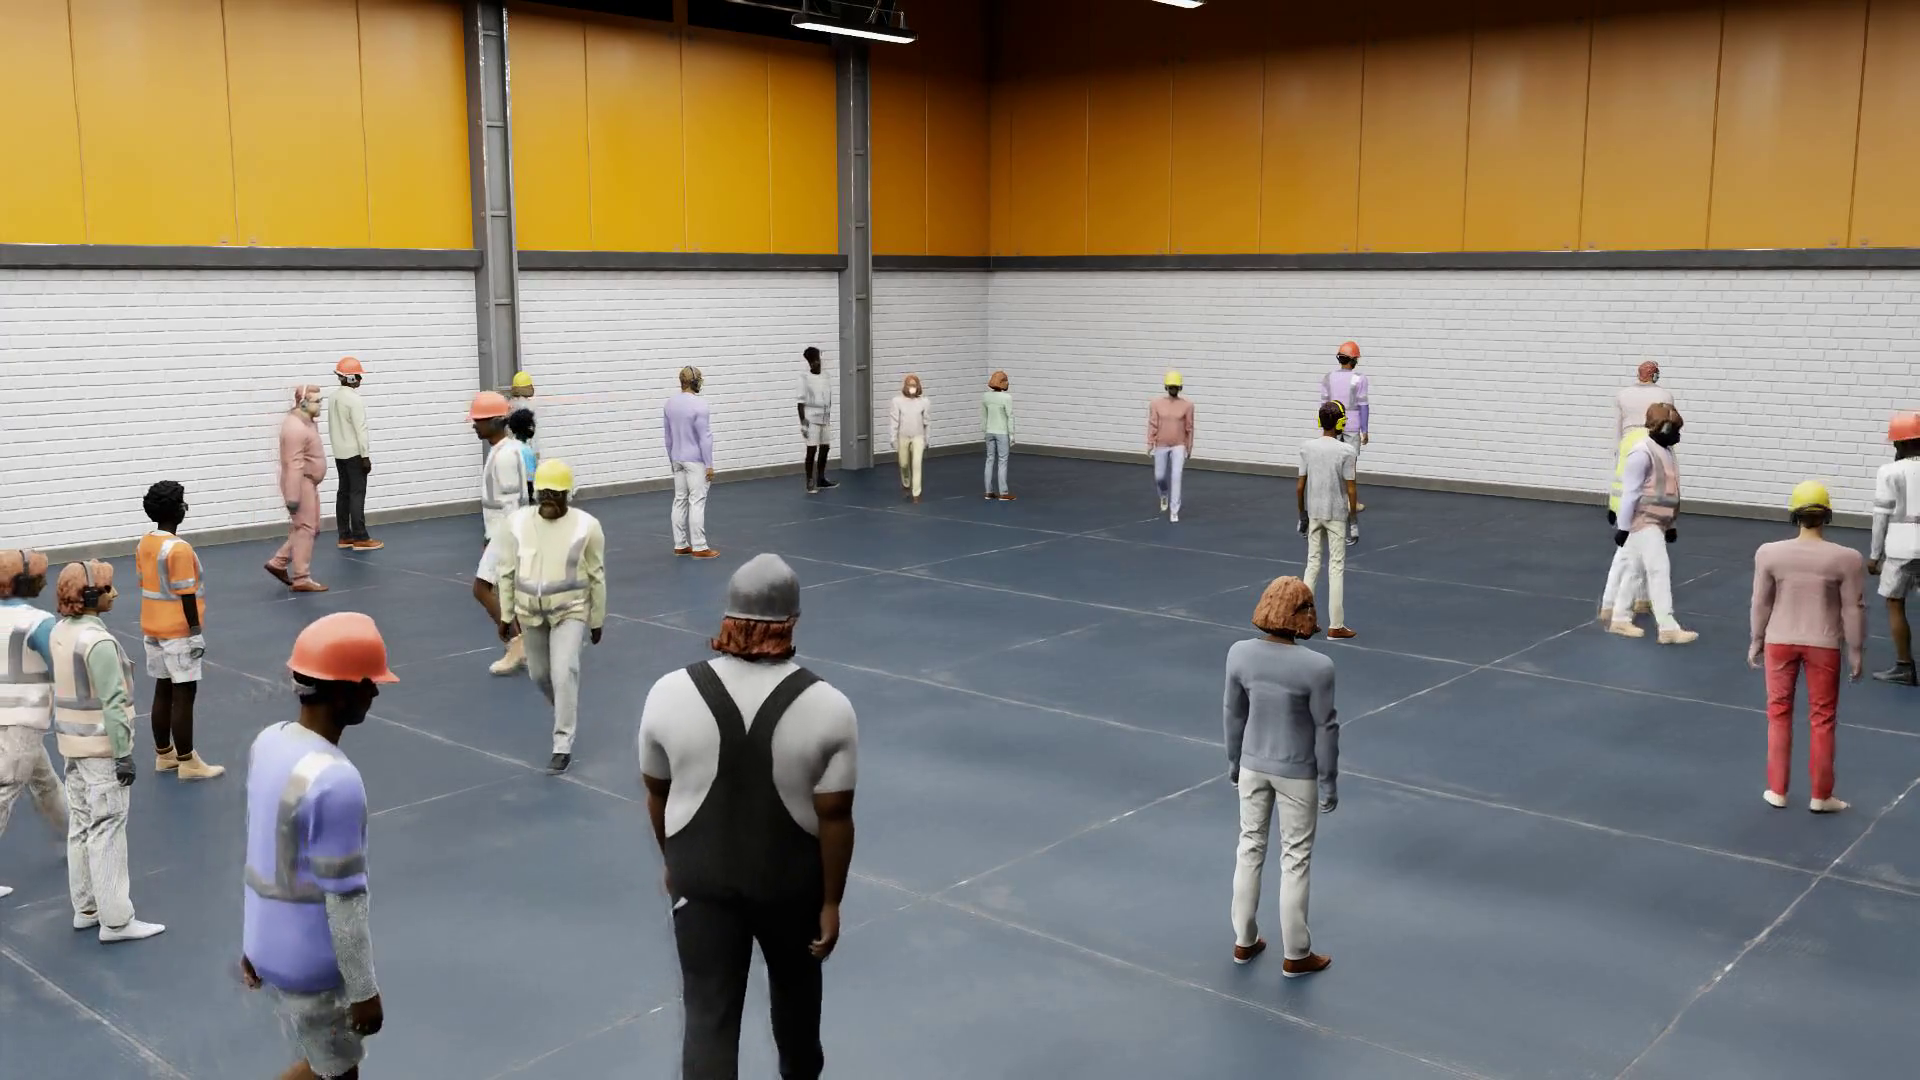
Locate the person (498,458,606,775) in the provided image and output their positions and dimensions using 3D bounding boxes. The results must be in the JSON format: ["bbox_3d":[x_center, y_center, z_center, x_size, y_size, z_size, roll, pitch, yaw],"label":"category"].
[{"bbox_3d":[-2.356,0.398,9.721,0.595,1.803,0.834,1,9,6],"label":"person"}]

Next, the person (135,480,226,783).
[{"bbox_3d":[-4.399,0.508,9.333,0.541,1.700,0.315,8,12,40],"label":"person"}]

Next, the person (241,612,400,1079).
[{"bbox_3d":[-1.817,1.151,4.675,0.552,1.906,0.559,-7,11,-37],"label":"person"}]

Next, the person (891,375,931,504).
[{"bbox_3d":[-0.608,-1.283,20.872,0.497,1.603,0.749,0,9,3],"label":"person"}]

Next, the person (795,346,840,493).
[{"bbox_3d":[-1.871,-1.568,21.676,0.465,1.922,0.723,8,12,40],"label":"person"}]

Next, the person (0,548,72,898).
[{"bbox_3d":[-4.314,0.825,7.701,0.517,1.580,0.921,5,10,27],"label":"person"}]

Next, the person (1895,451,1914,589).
[{"bbox_3d":[8.719,-0.449,14.898,0.633,1.843,0.429,8,12,40],"label":"person"}]

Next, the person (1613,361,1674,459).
[{"bbox_3d":[7.483,-1.004,18.183,0.651,1.907,0.409,8,12,40],"label":"person"}]

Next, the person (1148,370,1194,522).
[{"bbox_3d":[2.455,-1.107,19.319,0.532,1.744,0.681,2,9,12],"label":"person"}]

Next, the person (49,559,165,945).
[{"bbox_3d":[-3.670,0.894,7.081,0.522,1.645,0.306,8,12,40],"label":"person"}]

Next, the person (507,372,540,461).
[{"bbox_3d":[-4.935,-1.036,18.888,0.493,1.746,0.282,8,12,40],"label":"person"}]

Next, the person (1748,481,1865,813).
[{"bbox_3d":[4.503,0.571,8.823,0.591,1.749,0.346,5,10,30],"label":"person"}]

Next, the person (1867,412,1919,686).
[{"bbox_3d":[6.643,0.072,11.467,0.707,1.904,0.350,1,9,7],"label":"person"}]

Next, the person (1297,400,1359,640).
[{"bbox_3d":[2.878,-0.157,12.979,0.531,1.870,0.318,8,12,40],"label":"person"}]

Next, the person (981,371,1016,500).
[{"bbox_3d":[0.489,-1.317,21.003,0.507,1.633,0.276,8,12,40],"label":"person"}]

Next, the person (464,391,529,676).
[{"bbox_3d":[-3.244,-0.040,11.777,0.488,2.026,0.633,-2,9,-12],"label":"person"}]

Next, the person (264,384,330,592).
[{"bbox_3d":[-5.919,-0.454,14.829,0.555,1.878,0.671,-2,9,-14],"label":"person"}]

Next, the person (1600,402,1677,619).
[{"bbox_3d":[5.645,-0.230,13.644,0.752,1.804,0.639,0,9,-3],"label":"person"}]

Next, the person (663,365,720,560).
[{"bbox_3d":[-2.682,-0.769,16.603,0.635,1.939,0.362,8,12,40],"label":"person"}]

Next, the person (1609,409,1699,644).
[{"bbox_3d":[5.447,-0.100,12.852,0.846,1.796,0.659,8,12,42],"label":"person"}]

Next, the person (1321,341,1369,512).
[{"bbox_3d":[4.637,-1.359,19.981,0.615,2.042,0.372,8,12,40],"label":"person"}]

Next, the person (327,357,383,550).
[{"bbox_3d":[-6.281,-0.892,17.198,0.622,1.993,0.381,8,12,40],"label":"person"}]

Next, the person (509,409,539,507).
[{"bbox_3d":[-3.872,-0.311,14.618,0.347,1.670,0.619,-6,11,-32],"label":"person"}]

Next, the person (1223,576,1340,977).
[{"bbox_3d":[1.304,0.951,6.757,0.507,1.633,0.276,8,12,40],"label":"person"}]
